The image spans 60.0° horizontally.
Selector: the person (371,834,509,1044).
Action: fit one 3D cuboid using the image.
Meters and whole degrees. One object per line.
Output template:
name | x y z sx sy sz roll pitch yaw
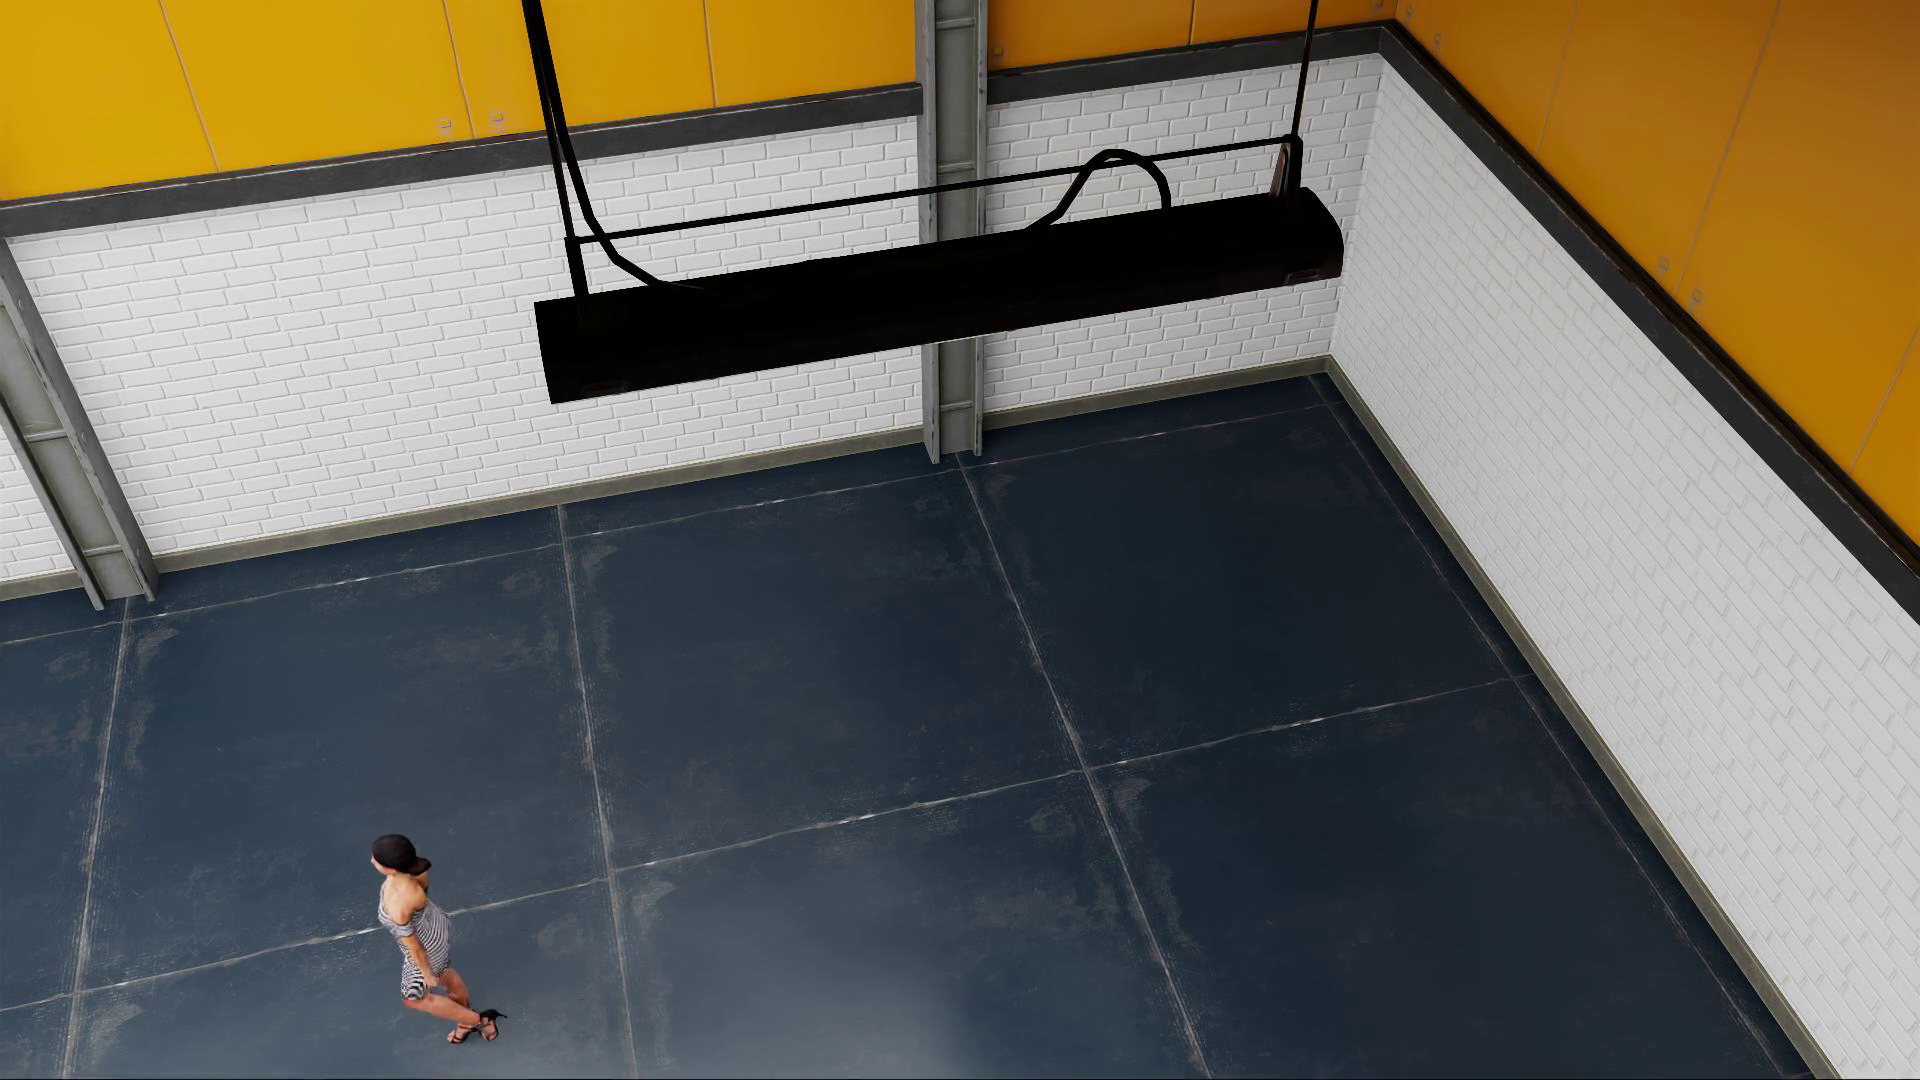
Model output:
person | -2.657 2.084 8.562 0.733 1.810 0.666 -4 44 -4
